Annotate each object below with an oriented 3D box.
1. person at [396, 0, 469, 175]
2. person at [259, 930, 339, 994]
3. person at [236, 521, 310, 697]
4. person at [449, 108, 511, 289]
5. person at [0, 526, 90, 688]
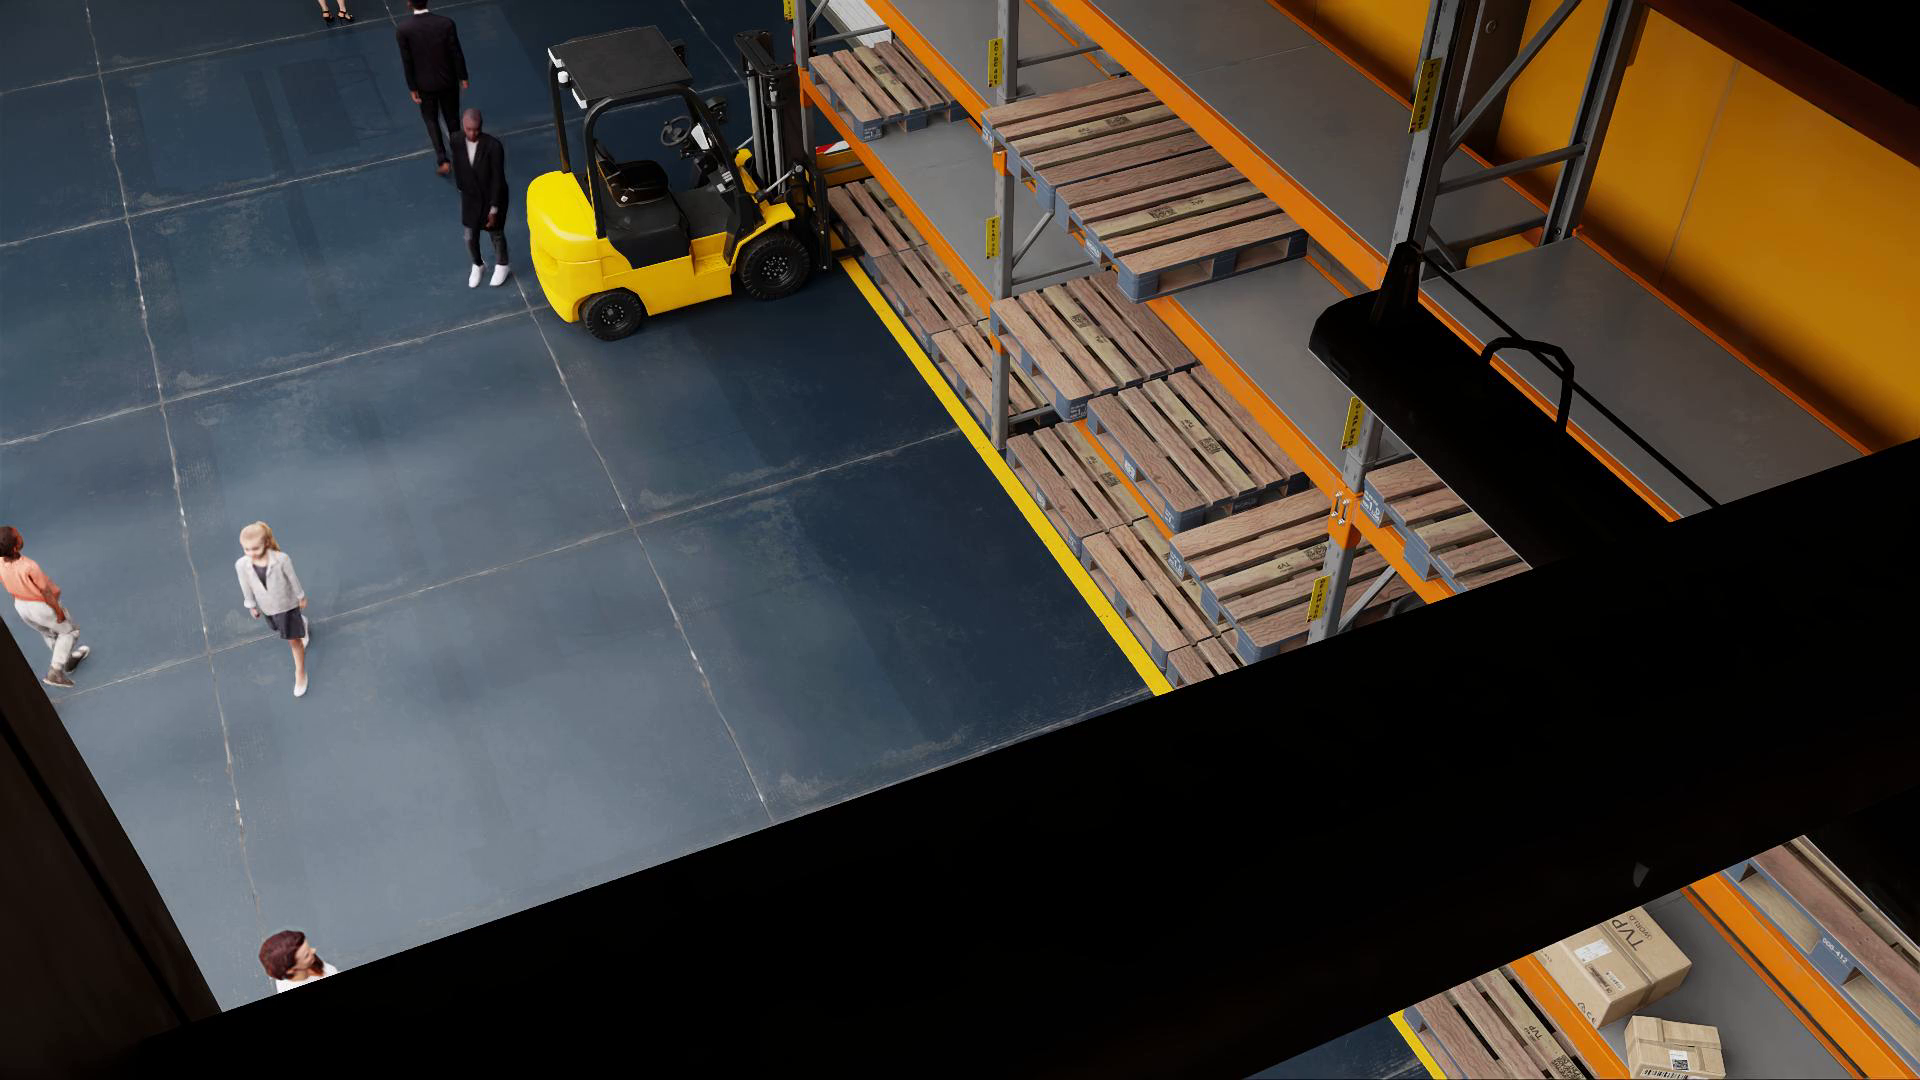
[{"bbox_3d":[-4.787,-4.175,15.212,0.735,1.873,0.798,-14,45,-14],"label":"person"},{"bbox_3d":[-3.131,2.501,8.260,0.689,1.795,0.491,-24,48,-23],"label":"person"},{"bbox_3d":[-4.458,0.363,10.896,0.716,1.255,0.946,-3,44,-3],"label":"person"},{"bbox_3d":[-3.939,-2.915,13.994,0.872,1.728,0.917,13,45,13],"label":"person"},{"bbox_3d":[-5.998,0.458,10.764,0.688,1.299,0.777,8,44,8],"label":"person"}]
